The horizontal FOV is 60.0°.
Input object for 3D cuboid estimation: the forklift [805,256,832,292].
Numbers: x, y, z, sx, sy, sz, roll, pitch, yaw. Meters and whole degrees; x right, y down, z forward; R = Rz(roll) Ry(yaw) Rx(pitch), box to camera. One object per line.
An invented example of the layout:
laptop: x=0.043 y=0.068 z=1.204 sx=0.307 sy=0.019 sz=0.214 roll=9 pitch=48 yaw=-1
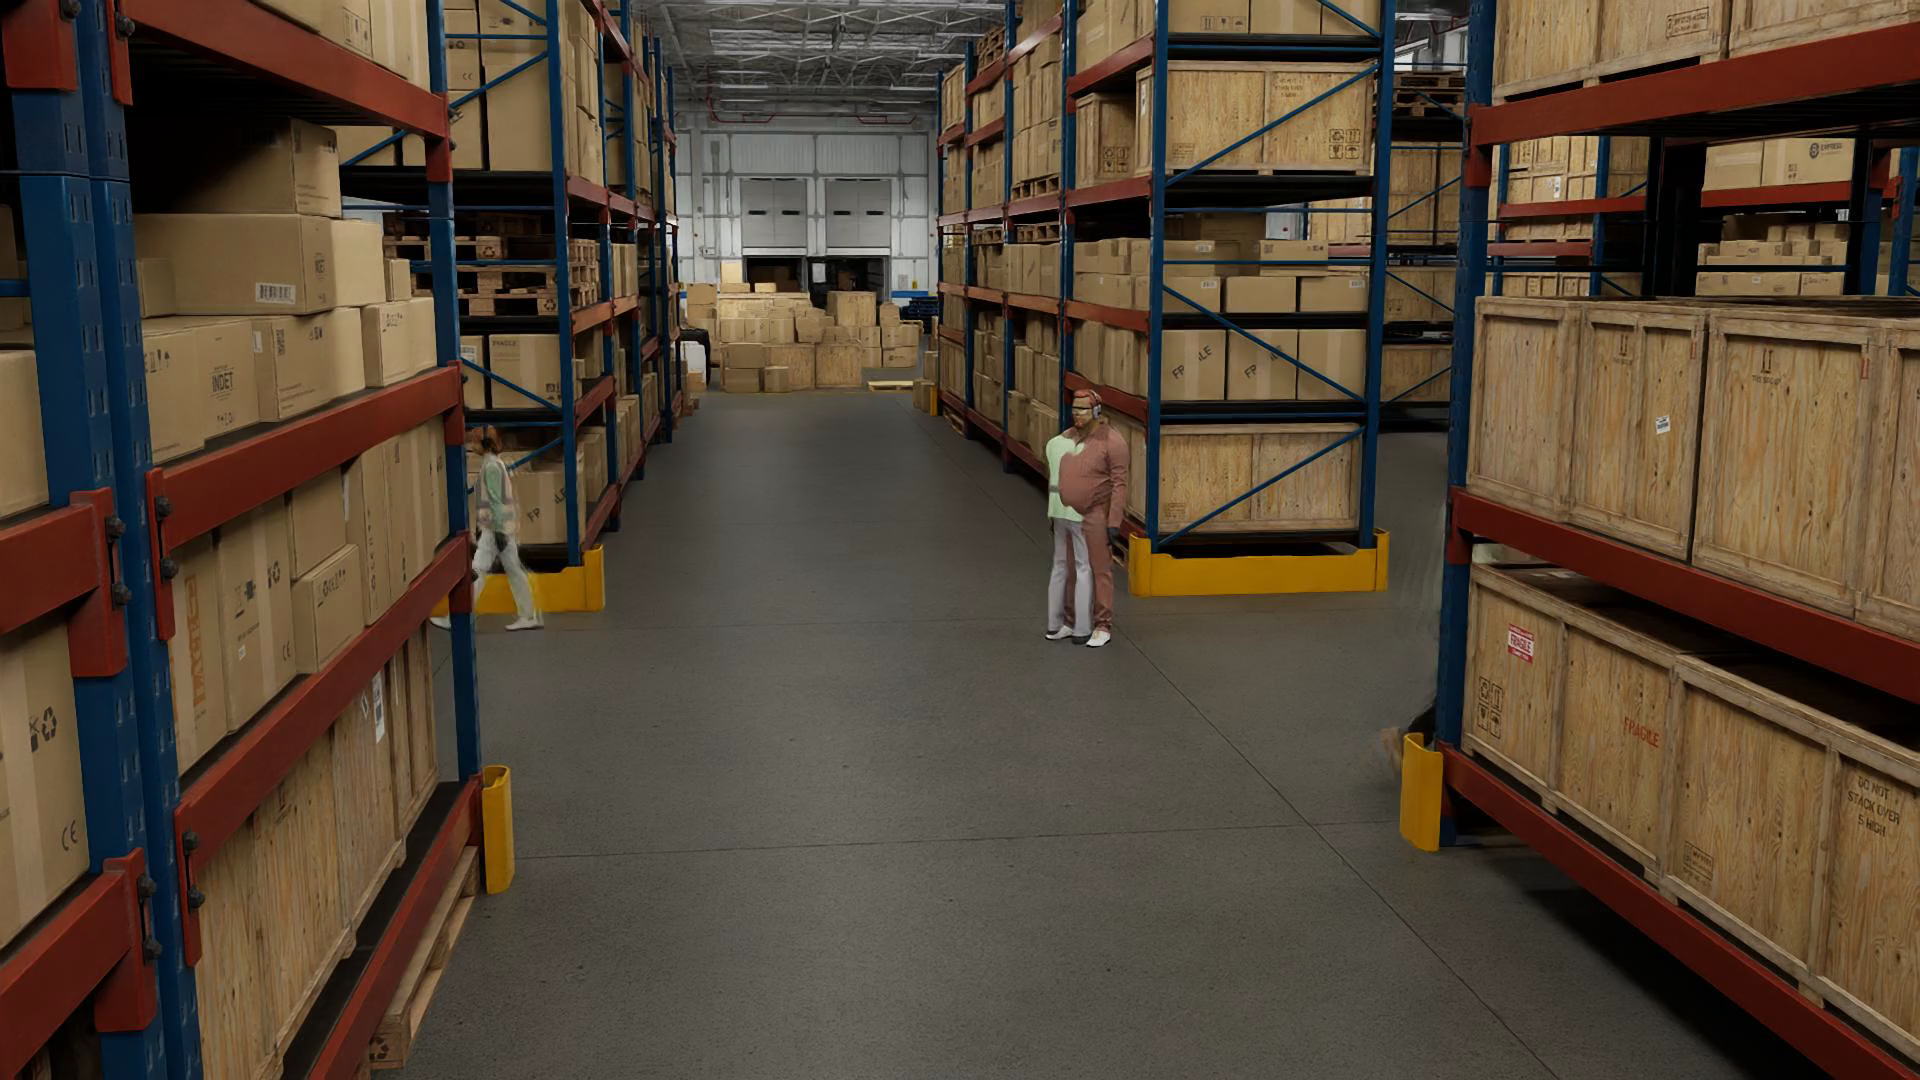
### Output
forklift: x=-4.925 y=-8.543 z=58.301 sx=1.129 sy=2.768 sz=1.873 roll=-7 pitch=12 yaw=-35

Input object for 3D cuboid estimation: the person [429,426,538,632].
person: x=-3.647 y=-0.071 z=12.679 sx=0.843 sy=1.592 sz=0.546 roll=-2 pitch=10 yaw=-11

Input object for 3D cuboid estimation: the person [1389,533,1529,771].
person: x=2.805 y=0.387 z=9.033 sx=0.898 sy=1.957 sz=0.629 roll=-1 pitch=10 yaw=-6

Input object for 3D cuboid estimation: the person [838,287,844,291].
person: x=-4.565 y=-8.849 z=63.692 sx=0.310 sy=1.638 sz=0.523 roll=2 pitch=10 yaw=13

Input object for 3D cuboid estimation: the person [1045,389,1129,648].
person: x=0.924 y=-0.164 z=12.347 sx=0.639 sy=1.911 sz=0.406 roll=9 pitch=13 yaw=41

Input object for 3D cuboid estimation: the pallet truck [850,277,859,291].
pallet truck: x=-3.782 y=-9.391 z=65.808 sx=1.885 sy=1.965 sz=0.823 roll=2 pitch=10 yaw=10

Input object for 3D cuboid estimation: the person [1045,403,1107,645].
person: x=0.865 y=-0.135 z=12.405 sx=0.565 sy=1.836 sz=0.396 roll=8 pitch=13 yaw=40

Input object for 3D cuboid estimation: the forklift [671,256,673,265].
forklift: x=-10.987 y=-9.066 z=61.344 sx=1.129 sy=2.768 sz=1.873 roll=-1 pitch=10 yaw=-7
